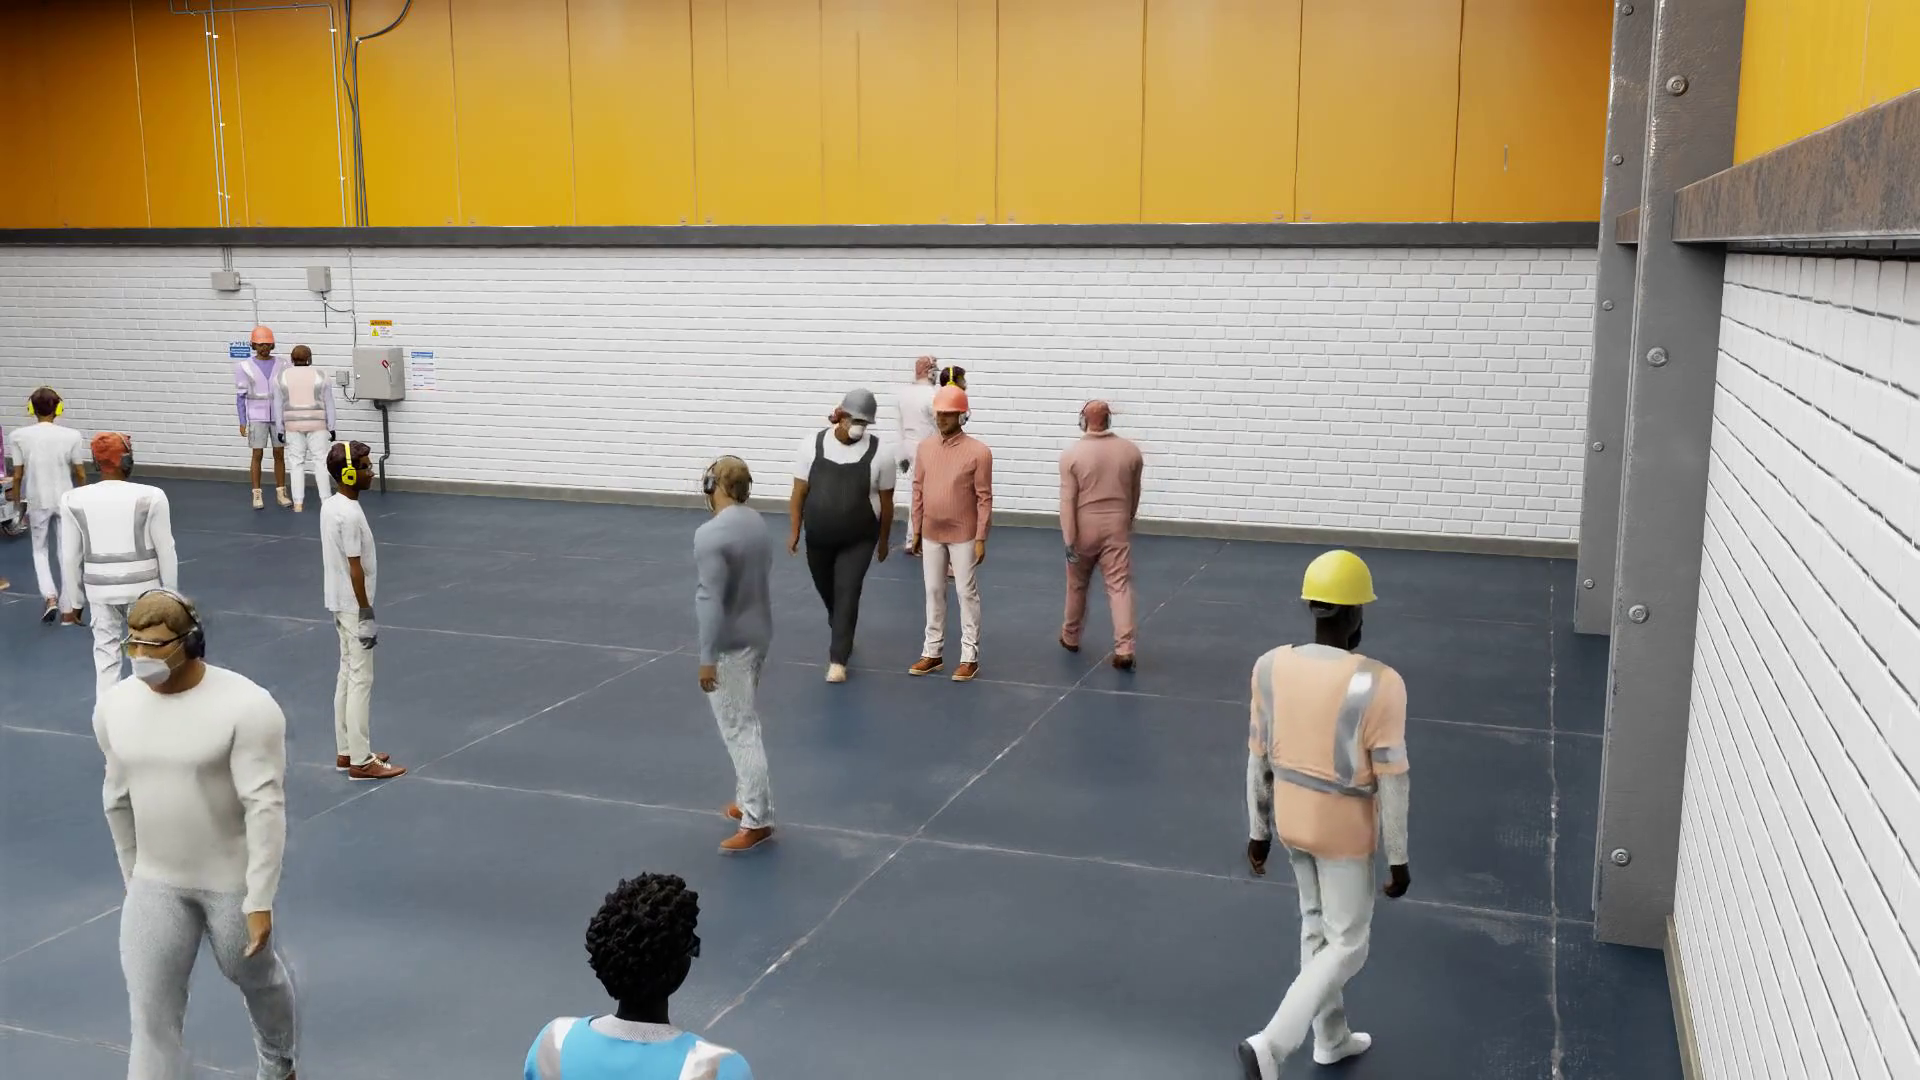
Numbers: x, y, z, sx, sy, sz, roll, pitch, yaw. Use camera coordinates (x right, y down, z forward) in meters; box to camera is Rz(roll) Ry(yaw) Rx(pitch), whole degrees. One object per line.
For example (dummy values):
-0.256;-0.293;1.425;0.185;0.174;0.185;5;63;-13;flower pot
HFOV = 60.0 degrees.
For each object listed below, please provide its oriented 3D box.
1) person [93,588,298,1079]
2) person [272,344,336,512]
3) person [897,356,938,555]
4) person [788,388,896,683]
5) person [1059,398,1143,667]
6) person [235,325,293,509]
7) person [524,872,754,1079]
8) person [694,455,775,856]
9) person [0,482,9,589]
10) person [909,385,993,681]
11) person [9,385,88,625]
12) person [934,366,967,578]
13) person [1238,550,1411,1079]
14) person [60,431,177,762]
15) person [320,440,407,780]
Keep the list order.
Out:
-2.390;1.078;5.184;0.650;1.884;1.016;1;10;5;person
-7.189;-1.227;18.290;0.634;1.841;0.429;-3;10;-15;person
-0.204;-0.808;15.852;0.835;1.877;0.649;-6;12;-30;person
-0.788;-0.116;11.473;0.695;2.000;1.007;2;10;11;person
0.989;-0.055;11.673;0.644;1.870;0.978;-2;10;-13;person
-7.694;-1.362;18.488;0.615;2.038;0.395;-7;12;-36;person
-0.614;1.495;3.369;0.532;1.697;0.319;4;11;20;person
-1.078;0.549;8.171;0.434;1.899;0.743;3;10;16;person
-8.333;-0.530;13.943;0.408;1.989;0.638;-2;10;-10;person
-0.071;-0.050;11.222;0.609;1.997;0.375;6;12;29;person
-7.003;-0.263;12.831;0.548;1.852;0.398;-5;11;-26;person
-0.067;-0.604;14.723;0.348;1.868;0.578;1;10;4;person
1.215;0.982;5.674;0.785;1.906;0.597;-8;13;-39;person
-4.748;0.322;9.449;0.579;1.881;0.342;-2;10;-13;person
-3.308;0.384;9.140;0.323;1.871;0.528;-7;12;-33;person
